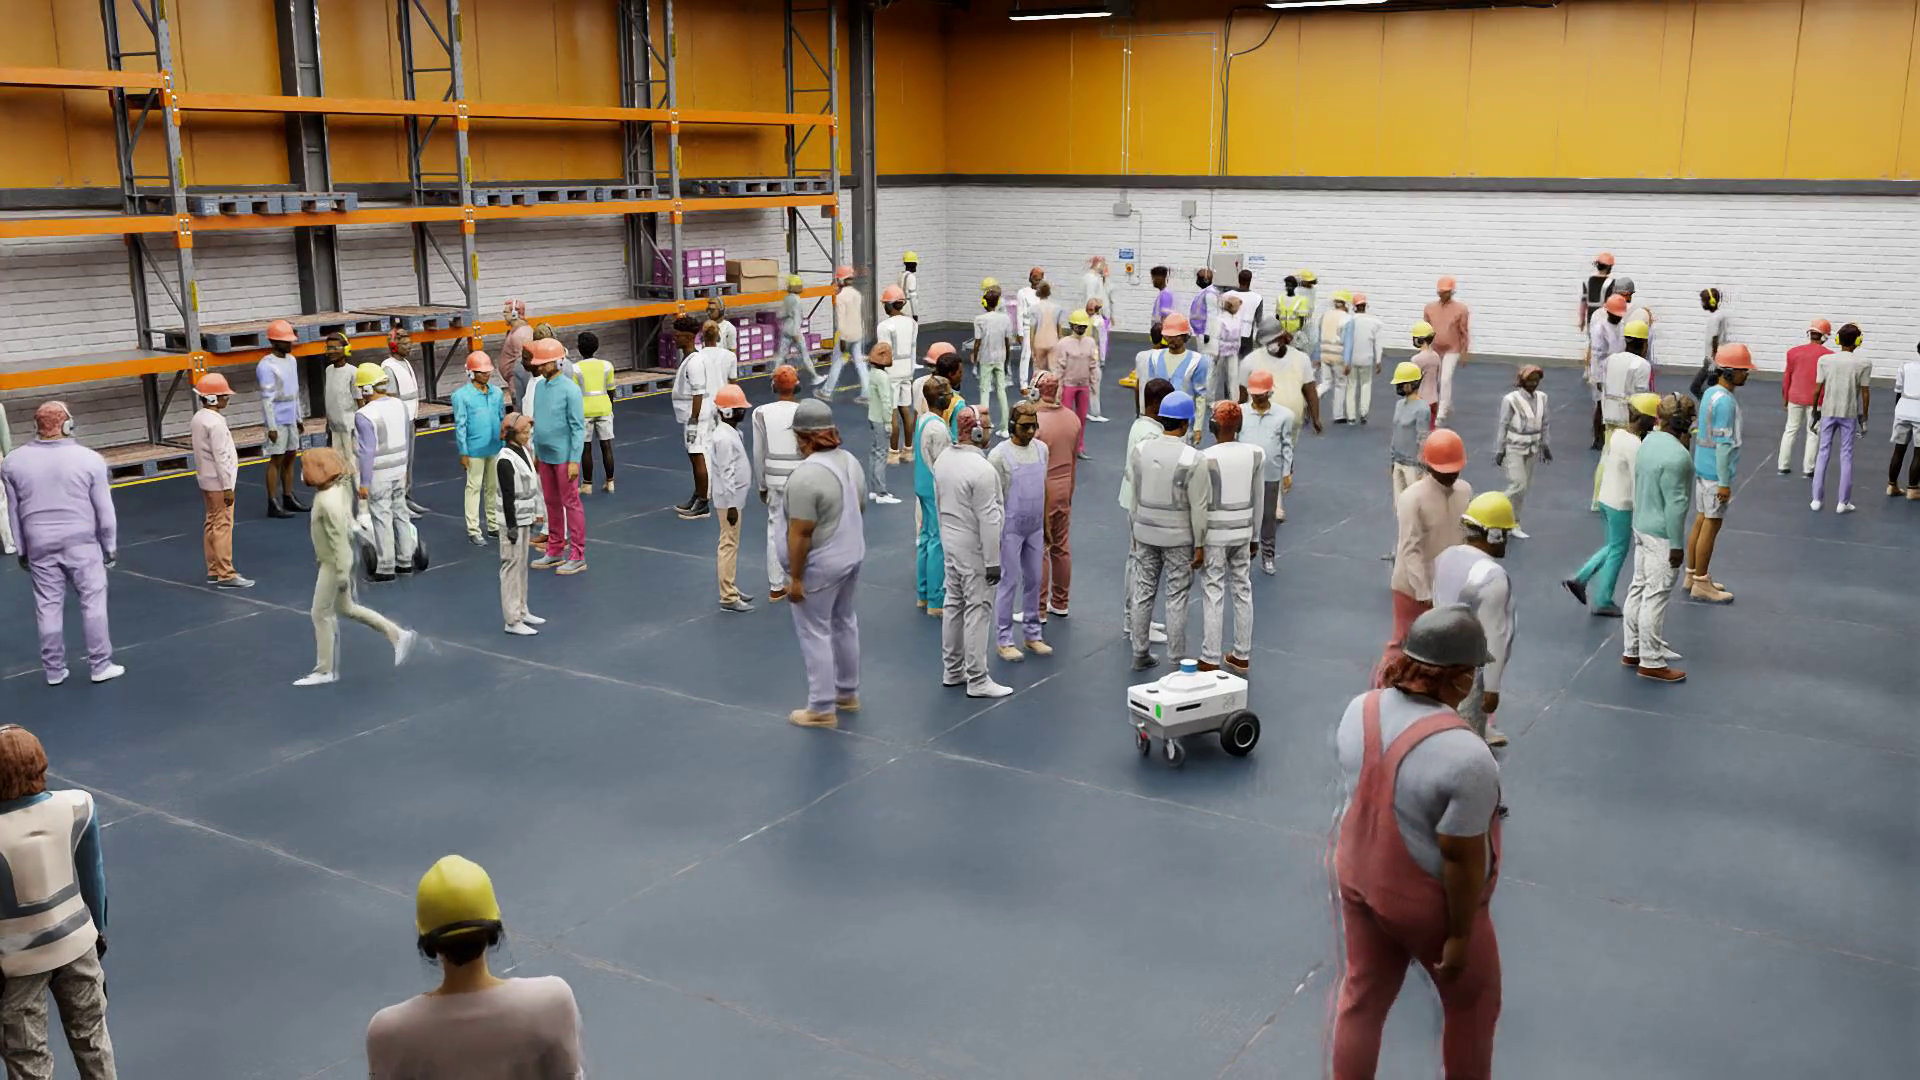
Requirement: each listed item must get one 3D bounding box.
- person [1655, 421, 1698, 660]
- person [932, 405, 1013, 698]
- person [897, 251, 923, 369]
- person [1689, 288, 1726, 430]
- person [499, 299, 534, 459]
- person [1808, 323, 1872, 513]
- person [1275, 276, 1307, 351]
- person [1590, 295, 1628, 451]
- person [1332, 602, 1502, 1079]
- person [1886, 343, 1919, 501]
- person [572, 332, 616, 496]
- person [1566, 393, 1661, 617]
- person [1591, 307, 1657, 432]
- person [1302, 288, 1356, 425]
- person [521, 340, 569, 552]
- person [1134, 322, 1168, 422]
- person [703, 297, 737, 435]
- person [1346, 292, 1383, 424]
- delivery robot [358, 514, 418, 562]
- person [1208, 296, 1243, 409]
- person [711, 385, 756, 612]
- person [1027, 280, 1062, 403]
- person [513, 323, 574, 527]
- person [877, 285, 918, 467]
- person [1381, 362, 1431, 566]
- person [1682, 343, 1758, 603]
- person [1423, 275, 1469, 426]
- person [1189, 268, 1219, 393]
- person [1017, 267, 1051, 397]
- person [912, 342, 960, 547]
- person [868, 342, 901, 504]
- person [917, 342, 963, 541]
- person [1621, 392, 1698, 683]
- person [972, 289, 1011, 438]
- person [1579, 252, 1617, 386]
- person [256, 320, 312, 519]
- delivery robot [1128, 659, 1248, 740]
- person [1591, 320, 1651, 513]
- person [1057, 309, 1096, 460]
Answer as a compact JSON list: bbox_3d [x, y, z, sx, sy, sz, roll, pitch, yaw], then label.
[{"bbox_3d":[4.942,-0.046,11.658,0.295,1.744,0.484,2,13,9],"label":"person"},{"bbox_3d":[0.092,0.071,10.793,0.409,1.908,0.647,-8,15,-30],"label":"person"},{"bbox_3d":[-0.847,-3.811,27.584,0.378,1.928,0.585,-6,14,-23],"label":"person"},{"bbox_3d":[9.546,-2.269,21.092,0.494,1.836,0.675,6,14,24],"label":"person"},{"bbox_3d":[-4.937,-1.732,18.613,0.410,1.909,0.642,-2,13,-10],"label":"person"},{"bbox_3d":[8.677,-1.204,16.414,0.534,1.864,0.310,9,16,35],"label":"person"},{"bbox_3d":[5.028,-3.214,25.560,0.542,1.650,0.847,8,15,32],"label":"person"},{"bbox_3d":[7.676,-1.959,19.635,0.598,1.887,0.486,-5,14,-21],"label":"person"},{"bbox_3d":[1.650,1.167,5.745,0.805,2.000,0.698,-7,15,-29],"label":"person"},{"bbox_3d":[9.763,-1.239,16.956,0.321,1.685,0.542,-6,14,-25],"label":"person"},{"bbox_3d":[-3.811,-1.304,17.211,0.533,1.700,0.319,-9,16,-35],"label":"person"},{"bbox_3d":[4.993,-0.255,12.560,0.485,1.734,0.556,0,13,2],"label":"person"},{"bbox_3d":[8.532,-2.149,21.107,0.845,1.586,0.504,-2,13,-10],"label":"person"},{"bbox_3d":[4.817,-2.358,21.596,0.708,1.799,0.610,-9,16,-35],"label":"person"},{"bbox_3d":[-3.711,-0.839,14.811,0.355,1.880,0.569,-8,15,-30],"label":"person"},{"bbox_3d":[1.962,-1.257,16.676,0.338,1.857,0.525,-12,18,-42],"label":"person"},{"bbox_3d":[-2.871,-1.961,19.741,0.508,1.846,0.345,8,15,30],"label":"person"},{"bbox_3d":[5.235,-2.388,21.844,0.598,1.722,0.533,3,13,12],"label":"person"},{"bbox_3d":[-4.879,-0.072,14.170,0.477,0.478,0.707,-8,15,-31],"label":"delivery robot"},{"bbox_3d":[3.674,-2.550,22.839,0.546,1.583,0.843,-8,15,-30],"label":"person"},{"bbox_3d":[-1.753,-0.328,12.856,0.326,1.752,0.560,-2,13,-7],"label":"person"},{"bbox_3d":[1.188,-2.625,22.693,0.536,1.821,0.737,-4,13,-15],"label":"person"},{"bbox_3d":[-3.884,-1.082,15.724,0.631,1.940,0.372,4,13,15],"label":"person"},{"bbox_3d":[-0.747,-1.855,18.848,0.373,2.043,0.614,10,16,36],"label":"person"},{"bbox_3d":[3.821,-0.646,14.241,0.342,1.756,0.532,-3,13,-13],"label":"person"},{"bbox_3d":[5.997,-0.534,13.118,0.379,2.041,0.616,3,13,13],"label":"person"},{"bbox_3d":[6.388,-2.508,21.857,0.637,1.973,0.726,9,16,34],"label":"person"},{"bbox_3d":[3.621,-3.106,24.714,0.430,1.845,0.619,0,13,-2],"label":"person"},{"bbox_3d":[1.090,-3.040,24.329,0.574,1.887,0.355,-8,15,-30],"label":"person"},{"bbox_3d":[-0.193,-0.838,14.815,0.523,1.870,0.317,-9,16,-35],"label":"person"},{"bbox_3d":[-0.784,-1.188,16.848,0.280,1.636,0.500,-4,14,-17],"label":"person"},{"bbox_3d":[-0.142,-0.627,13.646,0.398,1.993,0.613,-6,14,-24],"label":"person"},{"bbox_3d":[4.698,-0.026,11.142,0.370,1.940,0.627,1,13,3],"label":"person"},{"bbox_3d":[0.394,-2.186,20.698,0.505,1.860,0.321,-5,14,-21],"label":"person"},{"bbox_3d":[9.858,-3.380,25.493,0.534,2.025,0.627,-6,14,-25],"label":"person"},{"bbox_3d":[-6.555,-1.174,16.163,0.412,1.929,0.548,2,13,10],"label":"person"},{"bbox_3d":[1.335,0.944,9.762,0.707,0.478,0.477,-7,15,-29],"label":"delivery robot"},{"bbox_3d":[6.481,-1.180,16.209,0.401,1.916,0.585,-5,14,-20],"label":"person"},{"bbox_3d":[1.344,-1.772,19.112,0.522,1.761,0.341,-8,15,-31],"label":"person"}]
